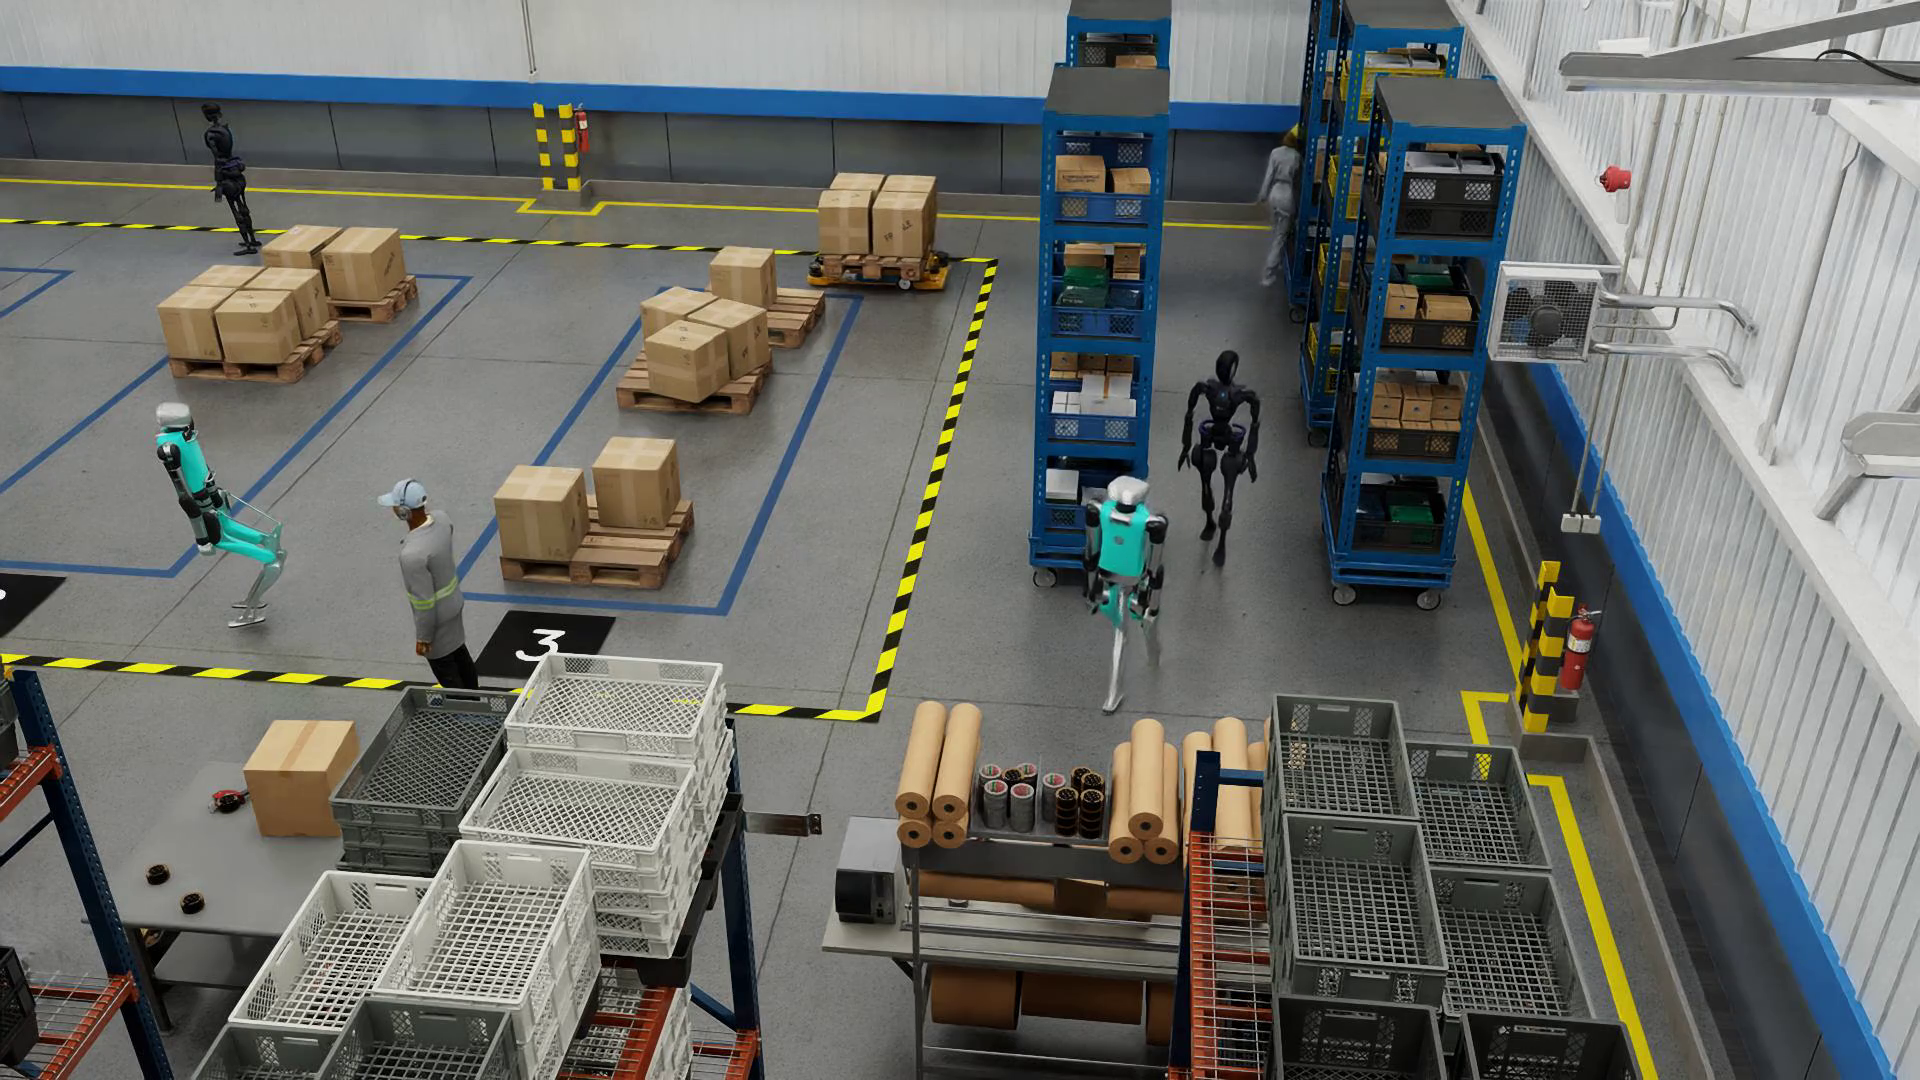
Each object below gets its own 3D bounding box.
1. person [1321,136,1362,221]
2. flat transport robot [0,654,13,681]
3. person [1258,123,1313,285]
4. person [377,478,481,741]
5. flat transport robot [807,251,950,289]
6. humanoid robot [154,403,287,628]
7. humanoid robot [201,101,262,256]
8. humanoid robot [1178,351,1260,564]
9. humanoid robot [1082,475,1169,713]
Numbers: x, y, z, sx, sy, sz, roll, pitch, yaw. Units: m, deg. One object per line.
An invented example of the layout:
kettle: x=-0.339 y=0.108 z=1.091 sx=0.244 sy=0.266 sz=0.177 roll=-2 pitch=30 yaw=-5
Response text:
person: x=4.148 y=-4.121 z=18.192 sx=0.559 sy=1.836 sz=0.377 roll=-14 pitch=33 yaw=-22
flat transport robot: x=-7.142 y=0.969 z=11.010 sx=1.431 sy=0.231 sz=0.659 roll=3 pitch=30 yaw=6
person: x=3.396 y=-3.522 z=17.306 sx=0.738 sy=1.685 sz=0.549 roll=-26 pitch=39 yaw=-37
person: x=-3.287 y=0.447 z=10.333 sx=0.397 sy=1.850 sz=0.596 roll=1 pitch=30 yaw=2
flat transport robot: x=-0.855 y=-2.889 z=17.608 sx=1.431 sy=0.197 sz=0.652 roll=3 pitch=30 yaw=6
humanoid robot: x=-4.968 y=-0.186 z=11.396 sx=0.735 sy=1.680 sz=0.533 roll=-5 pitch=31 yaw=-9
humanoid robot: x=-7.913 y=-3.918 z=17.991 sx=0.315 sy=1.654 sz=0.599 roll=-3 pitch=30 yaw=-4
humanoid robot: x=1.919 y=-0.644 z=12.395 sx=0.609 sy=1.632 sz=0.690 roll=9 pitch=31 yaw=15
humanoid robot: x=1.144 y=0.271 z=10.786 sx=0.553 sy=1.807 sz=0.925 roll=13 pitch=33 yaw=21
